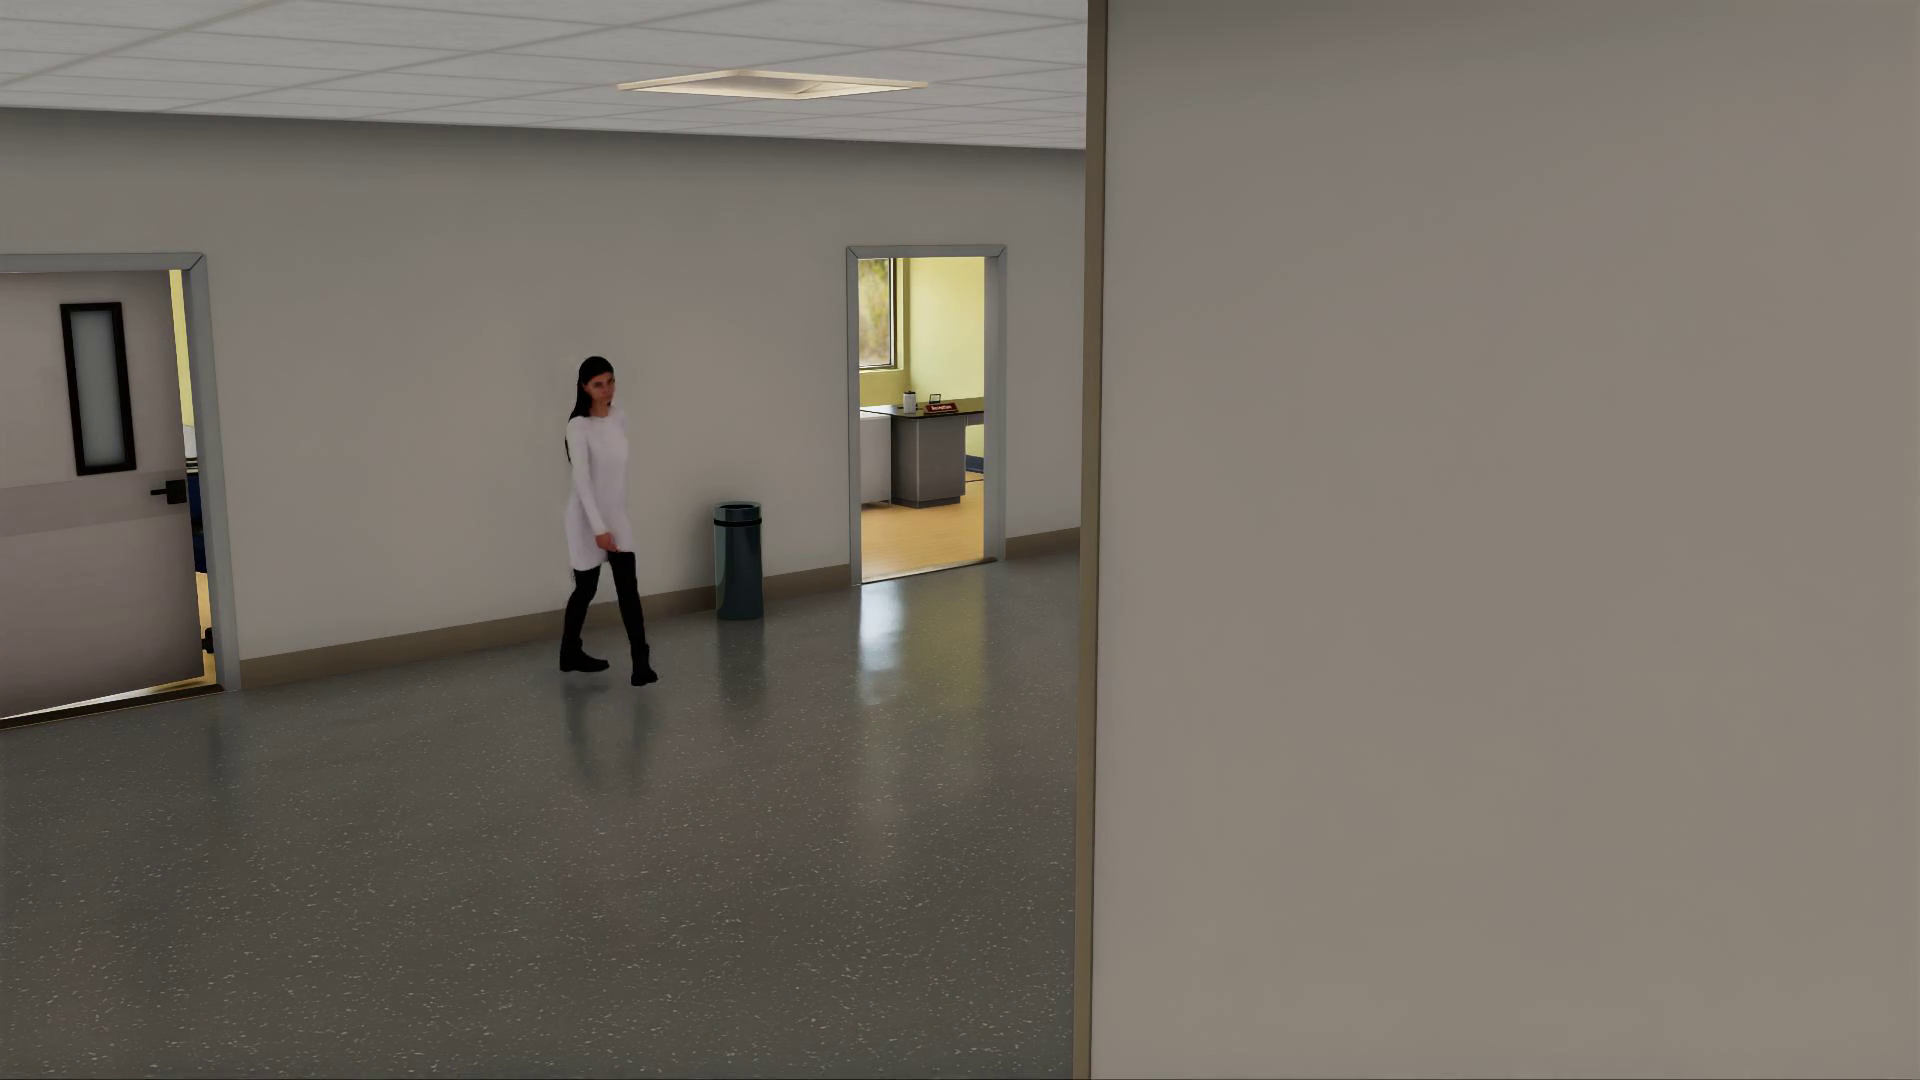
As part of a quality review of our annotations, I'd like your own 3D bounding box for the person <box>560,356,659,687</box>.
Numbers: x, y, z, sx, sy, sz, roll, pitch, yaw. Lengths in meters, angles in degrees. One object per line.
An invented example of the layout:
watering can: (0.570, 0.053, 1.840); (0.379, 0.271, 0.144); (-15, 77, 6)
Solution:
person: (-1.950, -0.075, 8.834); (0.859, 1.742, 1.033); (6, 12, 29)
